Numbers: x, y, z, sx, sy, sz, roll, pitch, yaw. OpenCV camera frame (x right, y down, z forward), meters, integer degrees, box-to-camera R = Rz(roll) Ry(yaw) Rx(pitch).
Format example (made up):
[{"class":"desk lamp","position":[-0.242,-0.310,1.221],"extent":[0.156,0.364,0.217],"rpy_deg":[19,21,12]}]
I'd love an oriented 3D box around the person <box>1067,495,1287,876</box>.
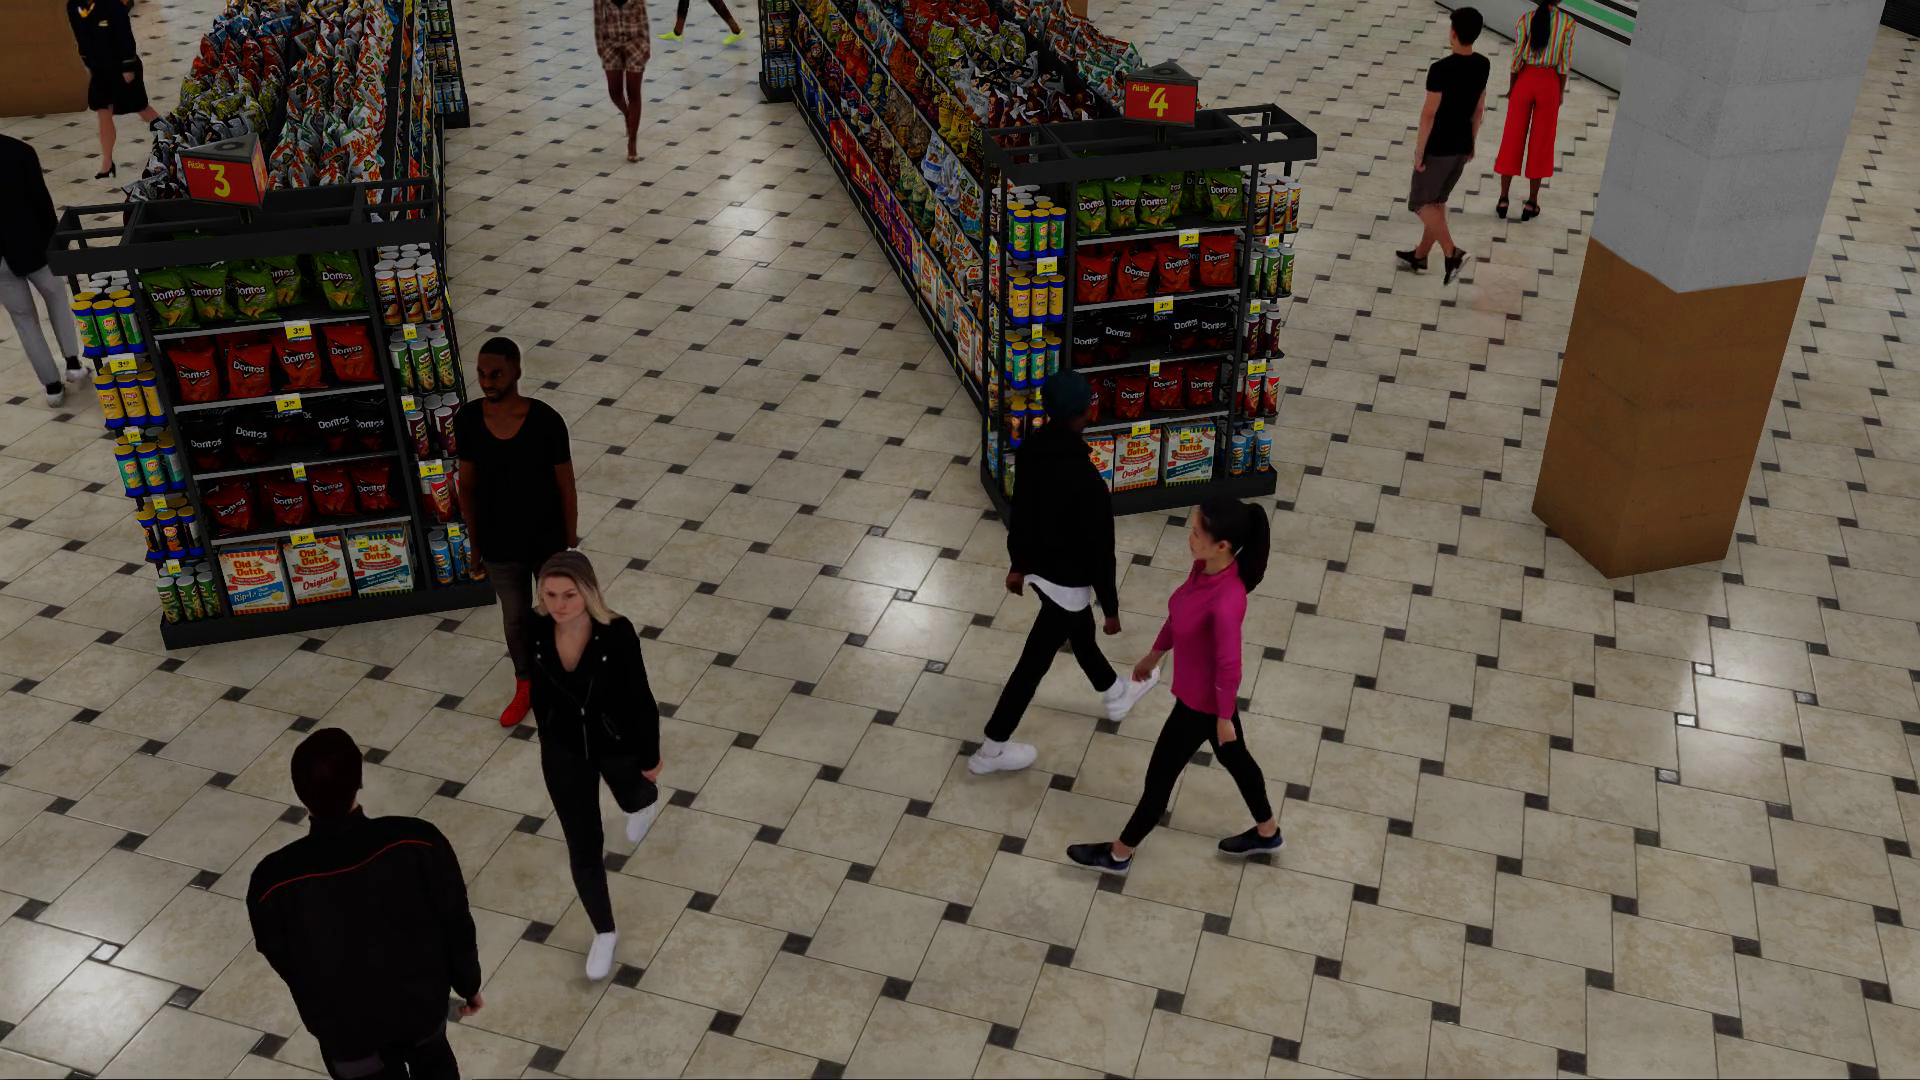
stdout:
[{"class":"person","position":[1.006,0.576,6.189],"extent":[0.857,1.658,1.101],"rpy_deg":[0,32,0]}]

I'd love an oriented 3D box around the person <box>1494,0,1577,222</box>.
[{"class":"person","position":[4.216,-3.245,12.203],"extent":[0.686,1.792,0.728],"rpy_deg":[13,34,20]}]

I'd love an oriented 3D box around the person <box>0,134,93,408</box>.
[{"class":"person","position":[-5.426,-1.654,9.507],"extent":[0.761,1.939,0.726],"rpy_deg":[-15,35,-22]}]

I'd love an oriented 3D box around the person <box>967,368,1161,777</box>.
[{"class":"person","position":[0.311,0.207,6.688],"extent":[0.989,1.759,1.257],"rpy_deg":[-16,35,-24]}]

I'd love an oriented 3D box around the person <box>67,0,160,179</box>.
[{"class":"person","position":[-6.591,-3.703,13.095],"extent":[1.027,1.627,1.199],"rpy_deg":[7,33,11]}]

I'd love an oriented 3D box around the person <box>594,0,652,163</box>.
[{"class":"person","position":[-2.698,-3.962,13.366],"extent":[0.633,1.782,0.760],"rpy_deg":[-4,32,-7]}]

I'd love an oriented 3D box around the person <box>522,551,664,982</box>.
[{"class":"person","position":[-1.282,0.706,5.993],"extent":[0.857,1.646,1.212],"rpy_deg":[2,32,3]}]

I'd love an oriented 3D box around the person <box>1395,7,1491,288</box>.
[{"class":"person","position":[3.282,-2.588,11.098],"extent":[0.780,1.844,1.074],"rpy_deg":[-14,34,-21]}]

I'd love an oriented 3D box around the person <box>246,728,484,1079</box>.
[{"class":"person","position":[-1.626,1.387,4.739],"extent":[0.847,1.813,0.917],"rpy_deg":[-18,36,-27]}]

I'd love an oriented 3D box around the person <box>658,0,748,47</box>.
[{"class":"person","position":[-2.472,-5.619,16.095],"extent":[0.974,1.712,1.163],"rpy_deg":[6,32,9]}]

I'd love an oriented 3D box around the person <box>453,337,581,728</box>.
[{"class":"person","position":[-1.826,-0.021,7.011],"extent":[0.697,1.804,0.644],"rpy_deg":[2,32,3]}]
